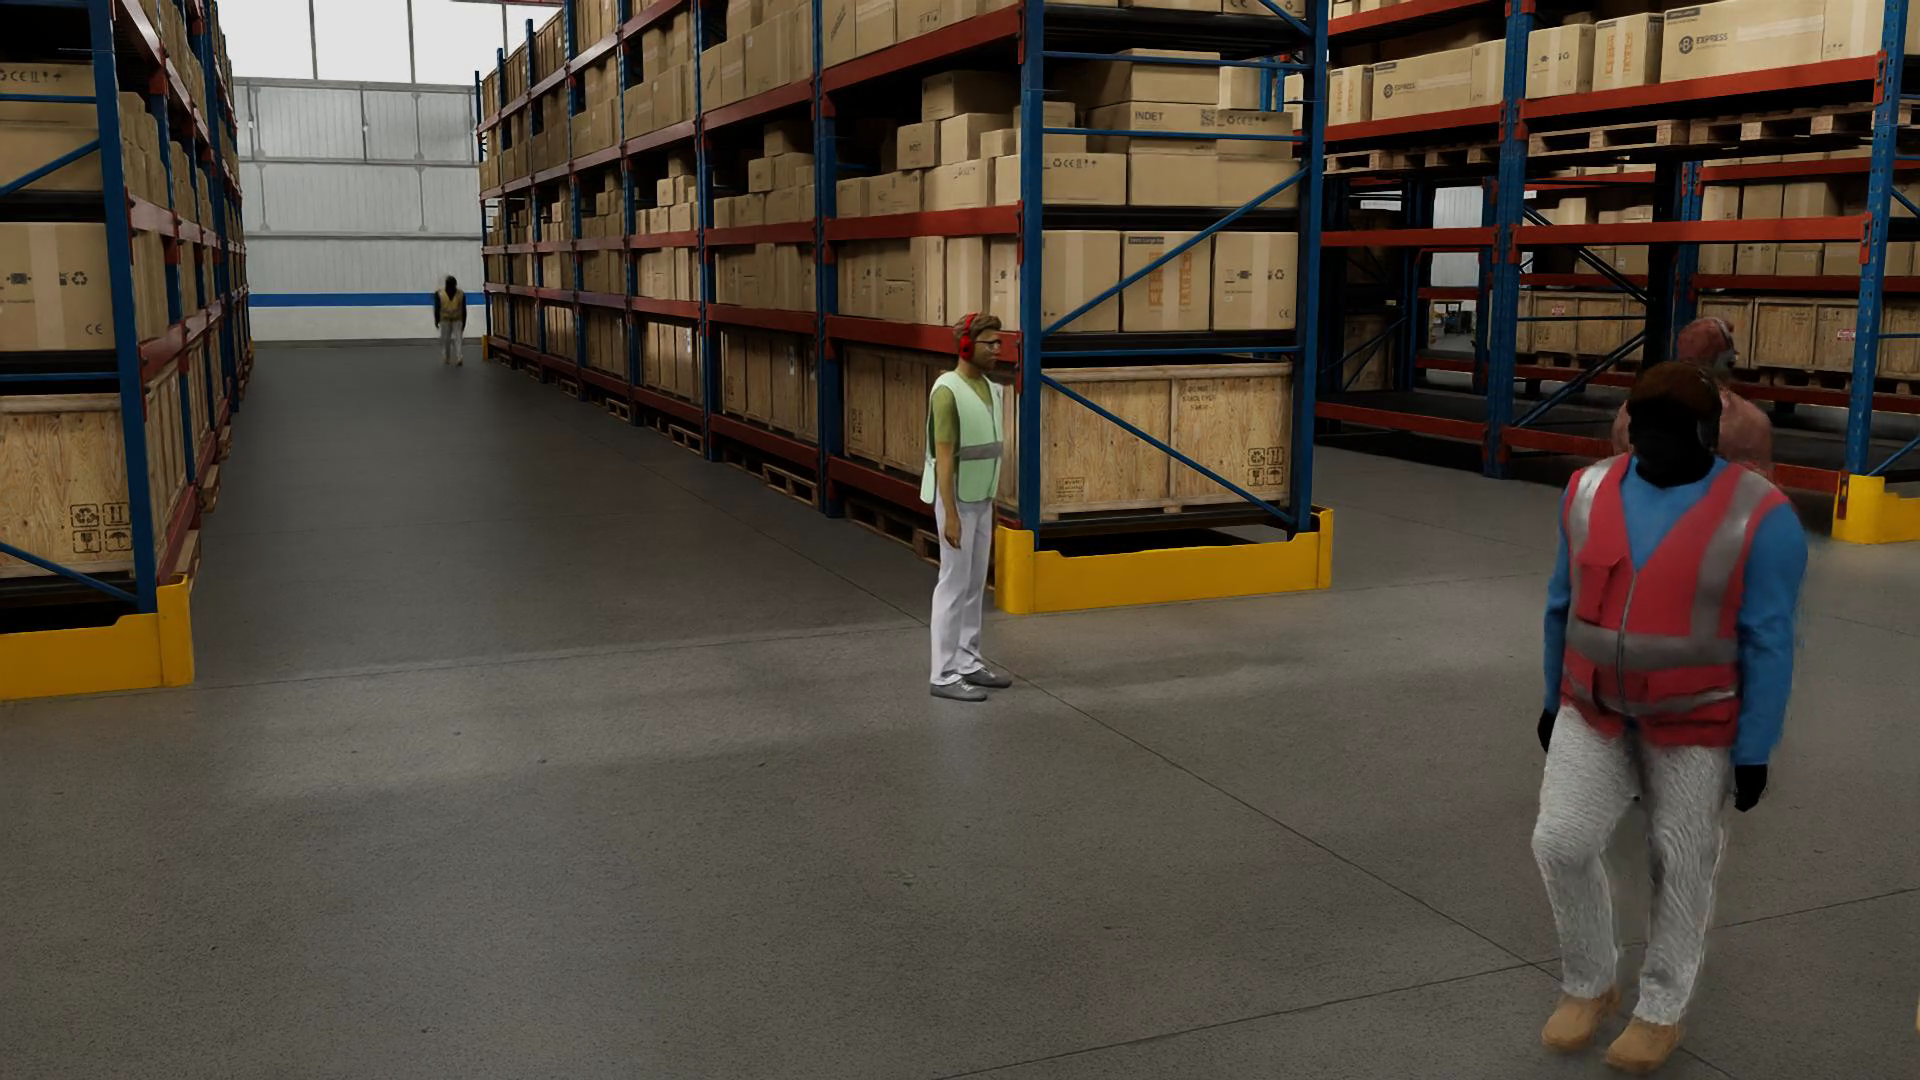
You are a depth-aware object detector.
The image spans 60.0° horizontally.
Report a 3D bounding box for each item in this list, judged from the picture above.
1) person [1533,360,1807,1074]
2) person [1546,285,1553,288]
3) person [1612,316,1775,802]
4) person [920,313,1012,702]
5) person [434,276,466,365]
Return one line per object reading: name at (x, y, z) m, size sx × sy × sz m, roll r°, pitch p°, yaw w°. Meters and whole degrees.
person at (1.738, 0.465, 4.210) m, size 0.520 × 1.829 × 0.653 m, roll -9°, pitch 13°, yaw -44°
person at (14.917, -5.926, 42.267) m, size 0.892 × 1.917 × 0.613 m, roll 1°, pitch 10°, yaw 4°
person at (2.821, 0.067, 6.480) m, size 0.900 × 1.875 × 0.653 m, roll -6°, pitch 11°, yaw -31°
person at (0.023, -0.160, 7.955) m, size 0.396 × 1.841 × 0.565 m, roll 4°, pitch 10°, yaw 24°
person at (-10.350, -4.453, 33.794) m, size 0.634 × 1.801 × 0.956 m, roll -3°, pitch 10°, yaw -20°
